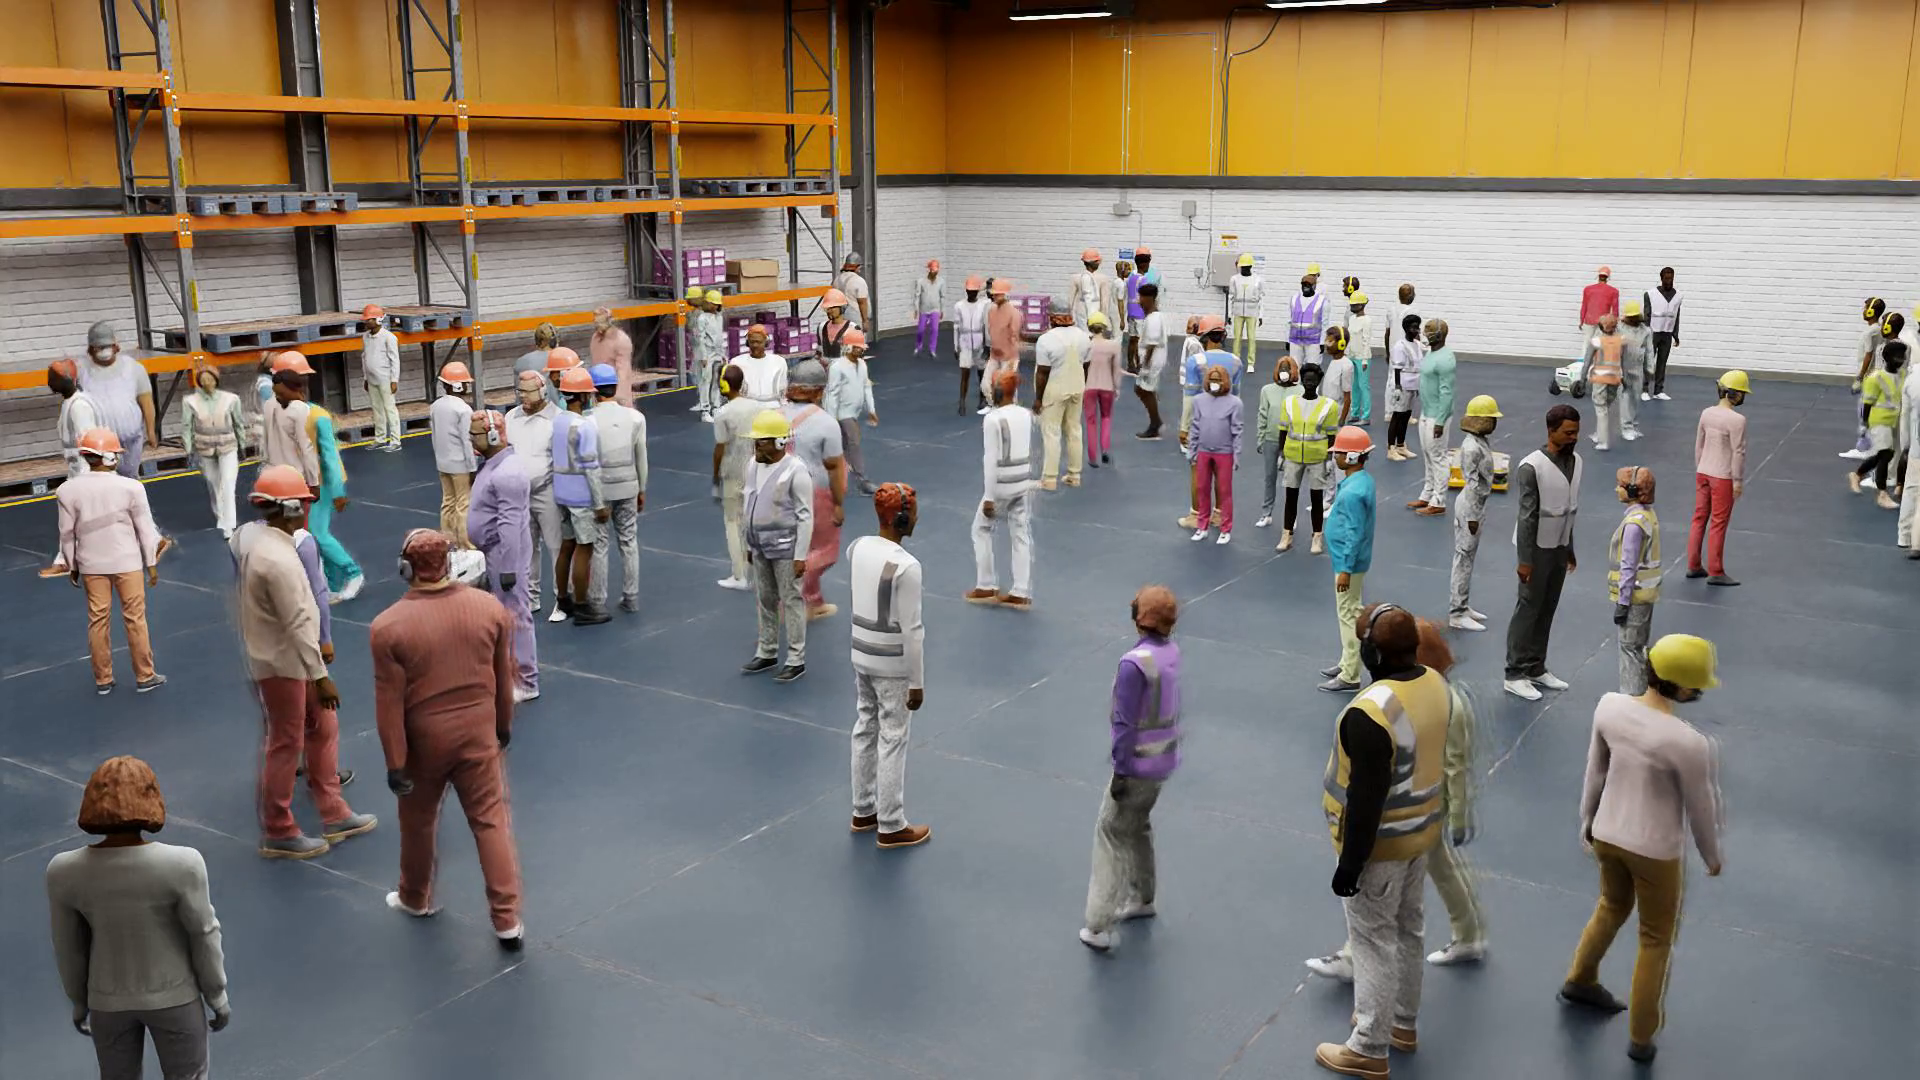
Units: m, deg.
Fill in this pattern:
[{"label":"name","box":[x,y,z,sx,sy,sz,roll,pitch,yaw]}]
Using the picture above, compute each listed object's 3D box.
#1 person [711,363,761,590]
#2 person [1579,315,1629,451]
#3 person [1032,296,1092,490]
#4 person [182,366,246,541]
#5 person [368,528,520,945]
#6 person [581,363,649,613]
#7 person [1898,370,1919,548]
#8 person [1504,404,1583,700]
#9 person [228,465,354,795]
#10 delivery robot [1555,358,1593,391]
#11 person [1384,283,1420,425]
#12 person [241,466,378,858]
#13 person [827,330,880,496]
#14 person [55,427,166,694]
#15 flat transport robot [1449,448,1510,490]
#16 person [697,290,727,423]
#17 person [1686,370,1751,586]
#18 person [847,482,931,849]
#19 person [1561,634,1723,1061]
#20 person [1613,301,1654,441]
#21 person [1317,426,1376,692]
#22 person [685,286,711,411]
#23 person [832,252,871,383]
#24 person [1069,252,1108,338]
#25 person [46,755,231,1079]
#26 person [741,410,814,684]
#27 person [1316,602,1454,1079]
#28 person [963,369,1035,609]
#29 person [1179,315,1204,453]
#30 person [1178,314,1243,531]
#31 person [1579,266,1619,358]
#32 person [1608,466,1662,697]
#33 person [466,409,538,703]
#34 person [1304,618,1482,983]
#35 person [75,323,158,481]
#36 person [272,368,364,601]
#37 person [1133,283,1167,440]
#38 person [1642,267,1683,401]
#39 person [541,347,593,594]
[{"label":"person","box":[-1.789,-0.501,13.379,0.428,1.853,0.542,10,17,38]},{"label":"person","box":[7.704,-1.904,20.009,0.537,1.600,0.769,-2,13,-7]},{"label":"person","box":[1.018,-1.554,17.547,0.674,2.000,0.536,-9,16,-34]},{"label":"person","box":[-6.882,-0.828,15.377,0.521,1.594,0.871,-5,14,-20]},{"label":"person","box":[-2.284,0.877,7.444,0.671,1.869,0.879,-10,16,-37]},{"label":"person","box":[-2.664,-0.374,12.673,0.622,1.932,0.421,-9,16,-35]},{"label":"person","box":[8.656,-0.835,14.723,0.410,1.909,0.643,-8,15,-32]},{"label":"person","box":[3.794,0.062,10.812,0.597,1.915,0.369,-11,17,-39]},{"label":"person","box":[-3.669,0.496,9.135,0.586,1.822,0.403,6,14,23]},{"label":"delivery robot","box":[9.084,-2.425,24.374,0.707,0.478,0.477,-7,15,-27]},{"label":"person","box":[5.789,-2.425,21.751,0.332,1.844,0.516,-11,17,-39]},{"label":"person","box":[-3.271,0.623,8.264,0.568,1.967,0.704,-5,14,-20]},{"label":"person","box":[-1.072,-1.310,17.199,0.836,1.707,0.553,6,14,24]},{"label":"person","box":[-5.527,0.136,10.850,0.572,1.747,0.335,-2,13,-8]},{"label":"flat transport robot","box":[5.619,-0.778,18.060,0.652,0.197,1.431,4,14,19]},{"label":"person","box":[-3.261,-2.430,22.020,0.311,1.735,0.483,7,15,28]},{"label":"person","box":[6.244,-0.512,13.650,0.337,1.759,0.525,-3,13,-12]},{"label":"person","box":[-0.365,0.634,8.419,0.349,1.879,0.582,-10,16,-36]},{"label":"person","box":[2.633,1.163,6.476,0.375,1.719,0.644,-6,14,-26]},{"label":"person","box":[8.332,-2.099,20.621,0.529,1.713,0.407,0,13,-2]},{"label":"person","box":[2.539,0.120,10.912,0.330,1.750,0.572,4,13,16]},{"label":"person","box":[-3.594,-2.624,22.840,0.342,1.728,0.496,-4,14,-16]},{"label":"person","box":[-1.627,-3.429,25.679,0.536,2.000,0.681,-12,18,-43]},{"label":"person","box":[2.098,-3.736,27.239,0.634,1.945,0.948,1,13,3]},{"label":"person","box":[-2.592,1.474,5.306,0.498,1.633,0.283,-1,13,-5]},{"label":"person","box":[-1.232,0.041,11.082,0.591,1.834,0.404,12,17,41]},{"label":"person","box":[1.594,1.135,6.324,0.429,1.840,0.627,11,17,40]},{"label":"person","box":[0.287,-0.400,12.920,0.687,1.862,0.617,11,17,41]},{"label":"person","box":[2.750,-1.838,19.681,0.313,1.631,0.514,1,13,3]},{"label":"person","box":[2.332,-1.101,15.619,0.616,2.029,0.409,-6,14,-26]},{"label":"person","box":[10.289,-3.531,26.789,0.584,1.742,0.348,5,14,20]},{"label":"person","box":[4.101,0.360,10.151,0.319,1.632,0.519,7,15,29]},{"label":"person","box":[-2.956,0.101,10.690,0.395,1.900,0.647,-6,14,-23]},{"label":"person","box":[1.889,1.098,7.030,0.882,1.577,0.520,-3,13,-13]},{"label":"person","box":[-7.674,-0.989,15.094,0.702,2.000,0.987,-8,15,-30]},{"label":"person","box":[-5.040,-0.410,12.949,0.630,1.884,0.490,10,16,37]},{"label":"person","box":[2.328,-2.191,20.500,0.427,1.942,0.631,2,13,10]},{"label":"person","box":[10.086,-2.972,23.963,0.587,1.920,0.397,-2,13,-9]},{"label":"person","box":[-3.109,-0.555,13.344,0.403,1.986,0.611,0,13,0]}]
